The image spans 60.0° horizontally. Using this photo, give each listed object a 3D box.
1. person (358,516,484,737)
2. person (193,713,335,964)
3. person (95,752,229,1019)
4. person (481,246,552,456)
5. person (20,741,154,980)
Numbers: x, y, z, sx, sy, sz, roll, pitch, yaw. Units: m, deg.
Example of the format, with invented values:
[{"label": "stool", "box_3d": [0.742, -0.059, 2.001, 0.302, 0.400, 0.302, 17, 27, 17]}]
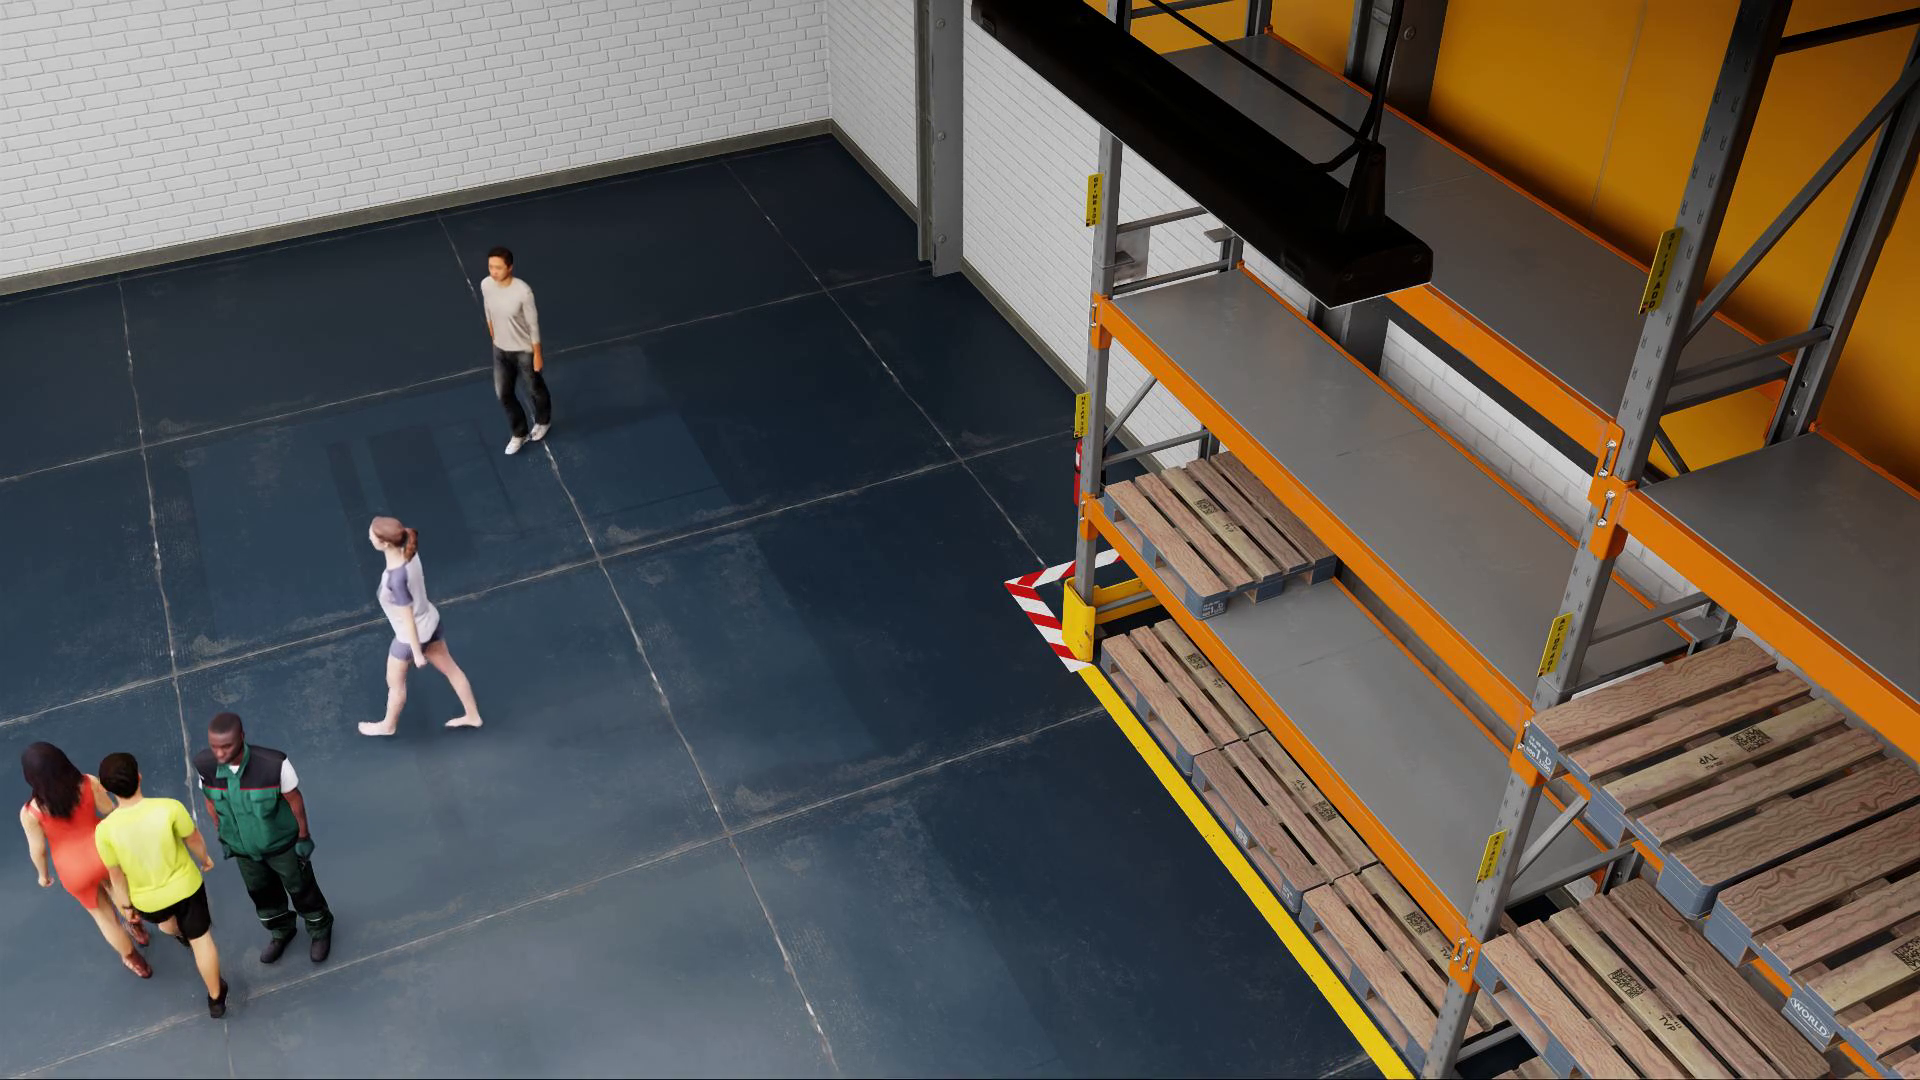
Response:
[{"label": "person", "box_3d": [-3.353, 0.584, 10.544, 0.940, 1.734, 1.040, 1, 39, 1]}, {"label": "person", "box_3d": [-3.826, 1.626, 9.154, 0.773, 1.840, 0.760, 0, 39, 0]}, {"label": "person", "box_3d": [-4.266, 1.911, 8.940, 0.633, 1.662, 1.054, -18, 42, -21]}, {"label": "person", "box_3d": [-3.469, -1.582, 13.205, 0.904, 1.798, 0.965, 11, 40, 14]}, {"label": "person", "box_3d": [-4.681, 1.801, 9.044, 0.797, 1.704, 0.755, 23, 44, 26]}]
